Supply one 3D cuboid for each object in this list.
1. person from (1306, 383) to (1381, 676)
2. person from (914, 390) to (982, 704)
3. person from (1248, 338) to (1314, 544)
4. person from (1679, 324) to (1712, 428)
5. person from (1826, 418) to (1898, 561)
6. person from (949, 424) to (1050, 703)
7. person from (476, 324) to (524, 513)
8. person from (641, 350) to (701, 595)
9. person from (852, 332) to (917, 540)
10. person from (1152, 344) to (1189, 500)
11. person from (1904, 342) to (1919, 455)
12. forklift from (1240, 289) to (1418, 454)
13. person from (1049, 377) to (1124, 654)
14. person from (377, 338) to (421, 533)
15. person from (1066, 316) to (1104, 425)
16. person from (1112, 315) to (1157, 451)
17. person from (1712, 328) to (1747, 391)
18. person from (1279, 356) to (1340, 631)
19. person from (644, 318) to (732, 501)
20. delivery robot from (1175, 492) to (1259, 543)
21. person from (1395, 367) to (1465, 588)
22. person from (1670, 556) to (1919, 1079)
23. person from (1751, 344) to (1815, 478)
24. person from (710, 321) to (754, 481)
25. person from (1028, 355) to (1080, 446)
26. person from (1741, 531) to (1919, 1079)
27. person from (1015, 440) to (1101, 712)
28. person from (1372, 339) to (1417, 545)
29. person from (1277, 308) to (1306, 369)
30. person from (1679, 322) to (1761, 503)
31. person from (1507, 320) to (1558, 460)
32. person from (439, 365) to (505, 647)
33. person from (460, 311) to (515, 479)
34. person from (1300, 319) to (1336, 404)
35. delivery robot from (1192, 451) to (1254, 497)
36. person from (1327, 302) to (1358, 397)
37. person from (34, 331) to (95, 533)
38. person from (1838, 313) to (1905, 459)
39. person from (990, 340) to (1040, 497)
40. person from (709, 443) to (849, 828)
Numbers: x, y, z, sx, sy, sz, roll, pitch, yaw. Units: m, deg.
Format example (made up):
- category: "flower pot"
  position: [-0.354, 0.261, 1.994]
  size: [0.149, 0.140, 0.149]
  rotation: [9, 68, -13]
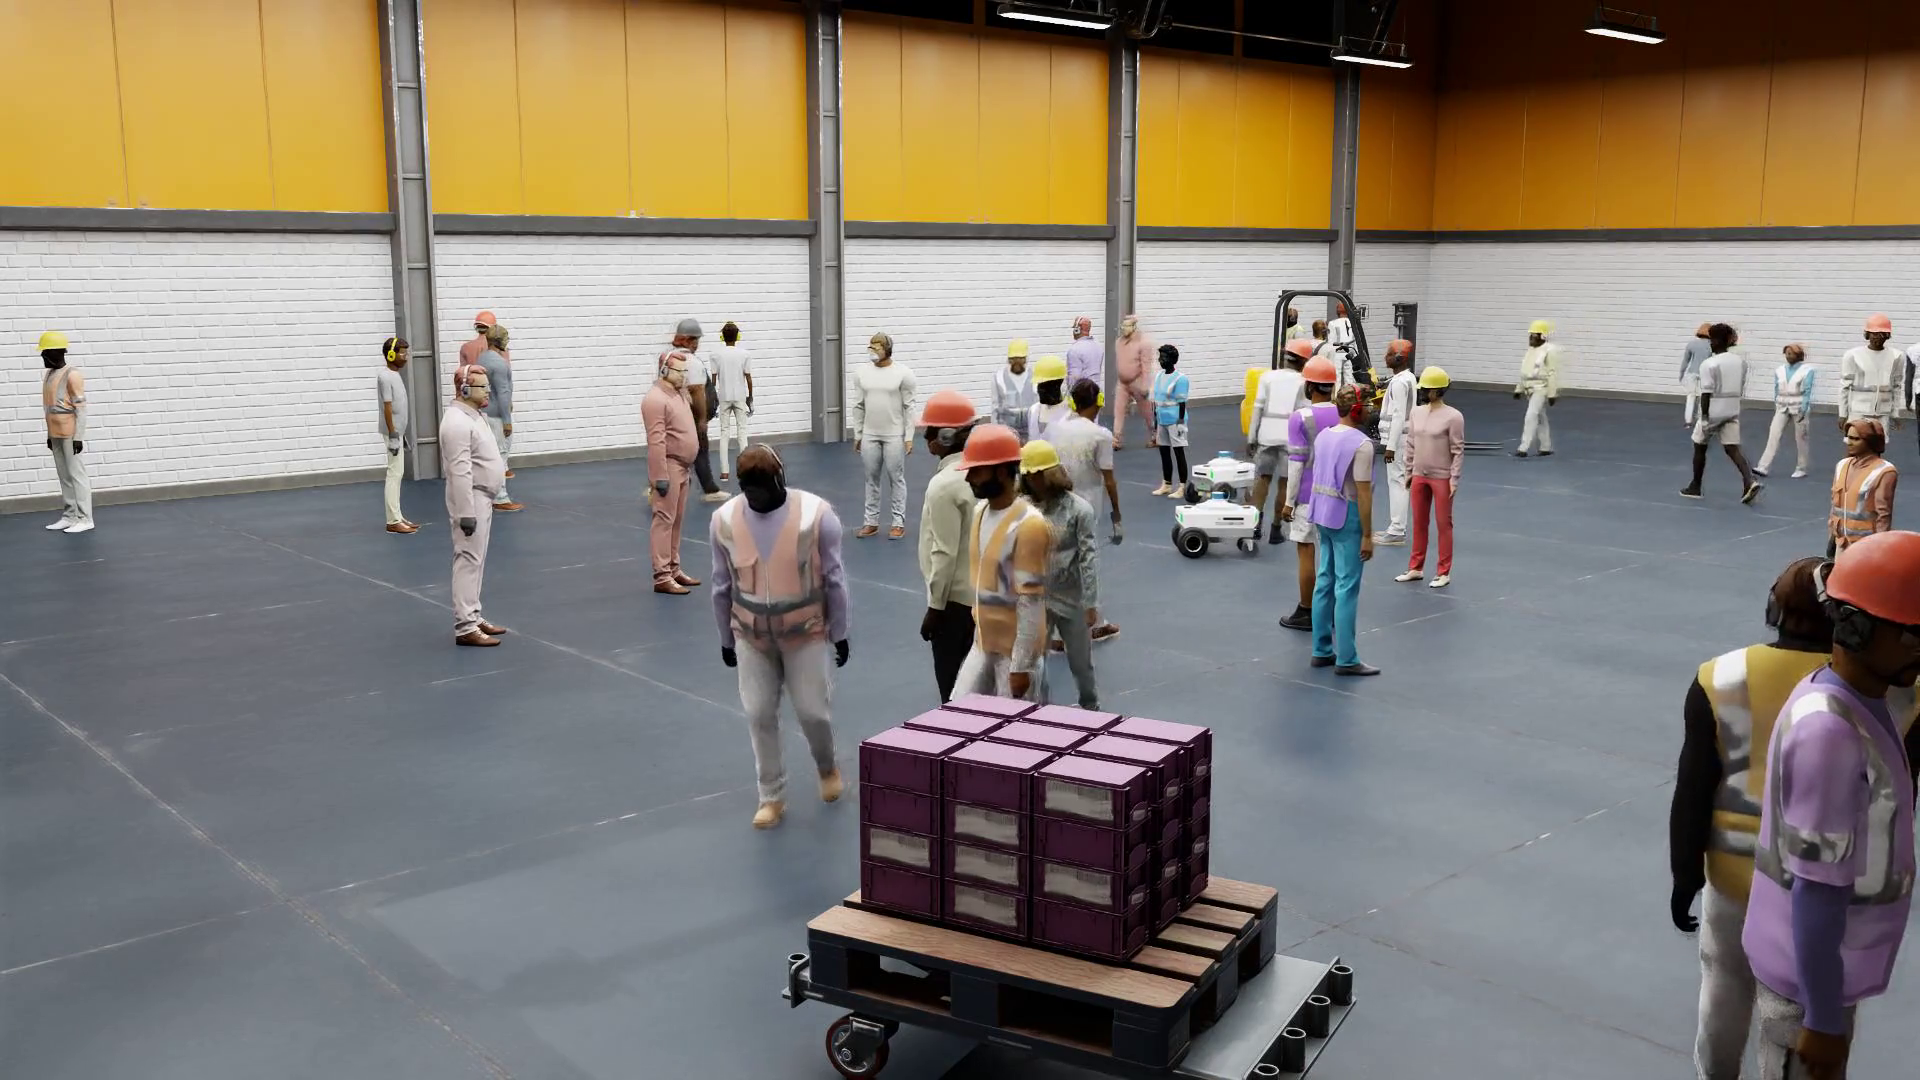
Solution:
- category: "person"
  position: [2.411, -0.070, 10.516]
  size: [0.396, 1.847, 0.565]
  rotation: [-3, 10, -19]
- category: "person"
  position: [-0.036, 0.261, 8.151]
  size: [0.388, 1.993, 0.618]
  rotation: [3, 10, 19]
- category: "person"
  position: [2.987, -0.911, 15.329]
  size: [0.590, 1.885, 0.576]
  rotation: [4, 11, 23]
- category: "person"
  position: [11.388, -2.527, 25.594]
  size: [0.623, 1.591, 0.727]
  rotation: [8, 13, 39]
- category: "person"
  position: [5.678, 0.044, 10.495]
  size: [0.318, 1.630, 0.512]
  rotation: [-2, 10, -11]
- category: "person"
  position: [0.173, 0.451, 7.247]
  size: [0.401, 1.922, 0.571]
  rotation: [-6, 11, -31]
- category: "person"
  position: [-4.784, -1.252, 17.172]
  size: [0.353, 1.936, 0.635]
  rotation: [-7, 12, -35]
- category: "person"
  position: [-2.252, -0.535, 13.083]
  size: [0.406, 1.902, 0.636]
  rotation: [1, 10, 7]
- category: "person"
  position: [-0.706, -0.967, 15.510]
  size: [0.629, 1.936, 0.371]
  rotation: [4, 10, 21]
- category: "person"
  position: [2.289, -1.286, 18.108]
  size: [0.324, 1.688, 0.536]
  rotation: [-5, 11, -28]
- category: "person"
  position: [11.927, -1.783, 20.413]
  size: [0.631, 1.892, 0.668]
  rotation: [5, 11, 27]
- category: "forklift"
  position: [5.034, -2.339, 22.783]
  size: [2.313, 2.155, 1.214]
  rotation: [3, 10, 16]
- category: "person"
  position: [0.904, -0.169, 11.146]
  size: [0.842, 1.821, 0.556]
  rotation: [-8, 13, -40]
- category: "person"
  position: [-5.377, -0.997, 15.898]
  size: [0.328, 1.865, 0.519]
  rotation: [-2, 10, -10]
- category: "person"
  position: [1.476, -1.757, 20.216]
  size: [0.402, 1.911, 0.638]
  rotation: [7, 12, 36]
- category: "person"
  position: [2.394, -2.140, 22.635]
  size: [1.016, 1.858, 0.654]
  rotation: [-9, 13, -44]
- category: "person"
  position: [11.404, -2.362, 24.664]
  size: [0.517, 1.605, 0.671]
  rotation: [9, 13, 43]
- category: "person"
  position: [2.507, -0.325, 11.734]
  size: [0.546, 1.942, 0.352]
  rotation: [-5, 11, -27]
- category: "person"
  position: [-2.915, -1.374, 17.587]
  size: [0.989, 2.000, 0.691]
  rotation: [-5, 11, -27]
- category: "delivery robot"
  position: [2.269, -0.183, 14.683]
  size: [0.707, 0.478, 0.477]
  rotation: [0, 10, 1]
- category: "person"
  position: [3.769, -0.502, 13.291]
  size: [0.329, 1.765, 0.526]
  rotation: [-7, 12, -36]
- category: "person"
  position: [2.381, 0.932, 4.781]
  size: [0.625, 1.799, 0.922]
  rotation: [5, 11, 25]
- category: "person"
  position: [9.792, -1.510, 19.679]
  size: [0.836, 1.600, 0.518]
  rotation: [-6, 12, -32]
- category: "person"
  position: [-2.679, -1.627, 19.553]
  size: [0.514, 1.876, 0.328]
  rotation: [-1, 10, -4]
- category: "person"
  position: [0.675, -0.389, 12.178]
  size: [0.390, 1.919, 0.581]
  rotation: [-8, 12, -39]
- category: "person"
  position: [2.026, 0.979, 3.831]
  size: [0.404, 2.034, 0.609]
  rotation: [6, 11, 31]
- category: "person"
  position: [0.525, 0.289, 8.855]
  size: [0.505, 1.701, 0.685]
  rotation: [4, 10, 22]
- category: "person"
  position: [3.988, -0.889, 15.217]
  size: [0.355, 1.880, 0.574]
  rotation: [4, 10, 20]
- category: "person"
  position: [5.060, -2.638, 25.569]
  size: [0.429, 1.842, 0.634]
  rotation: [-2, 10, -12]
- category: "person"
  position: [8.211, -1.363, 17.850]
  size: [0.614, 1.936, 0.902]
  rotation: [-3, 10, -15]
- category: "person"
  position: [7.391, -1.937, 21.547]
  size: [0.839, 1.803, 0.588]
  rotation: [-2, 10, -10]
- category: "person"
  position: [-3.298, -0.239, 11.332]
  size: [0.401, 1.906, 0.649]
  rotation: [-1, 10, -8]
- category: "person"
  position: [-5.574, -1.702, 19.640]
  size: [0.622, 1.992, 0.396]
  rotation: [1, 10, 6]
- category: "person"
  position: [4.547, -1.889, 21.178]
  size: [0.514, 1.841, 0.324]
  rotation: [8, 13, 40]
- category: "delivery robot"
  position: [2.807, -0.702, 17.722]
  size: [0.707, 0.478, 0.477]
  rotation: [-8, 12, -37]
- category: "person"
  position: [6.378, -3.039, 27.792]
  size: [0.586, 1.880, 0.340]
  rotation: [-3, 10, -17]
- category: "person"
  position: [-8.569, -1.029, 15.896]
  size: [0.594, 1.925, 0.369]
  rotation: [7, 12, 36]
- category: "person"
  position: [9.551, -1.350, 17.438]
  size: [0.615, 2.040, 0.391]
  rotation: [1, 10, 8]
- category: "person"
  position: [0.613, -1.172, 17.152]
  size: [0.585, 1.792, 0.930]
  rotation: [-1, 10, -5]
- category: "person"
  position: [-0.829, 0.428, 7.727]
  size: [0.645, 1.811, 0.602]
  rotation: [2, 10, 9]
